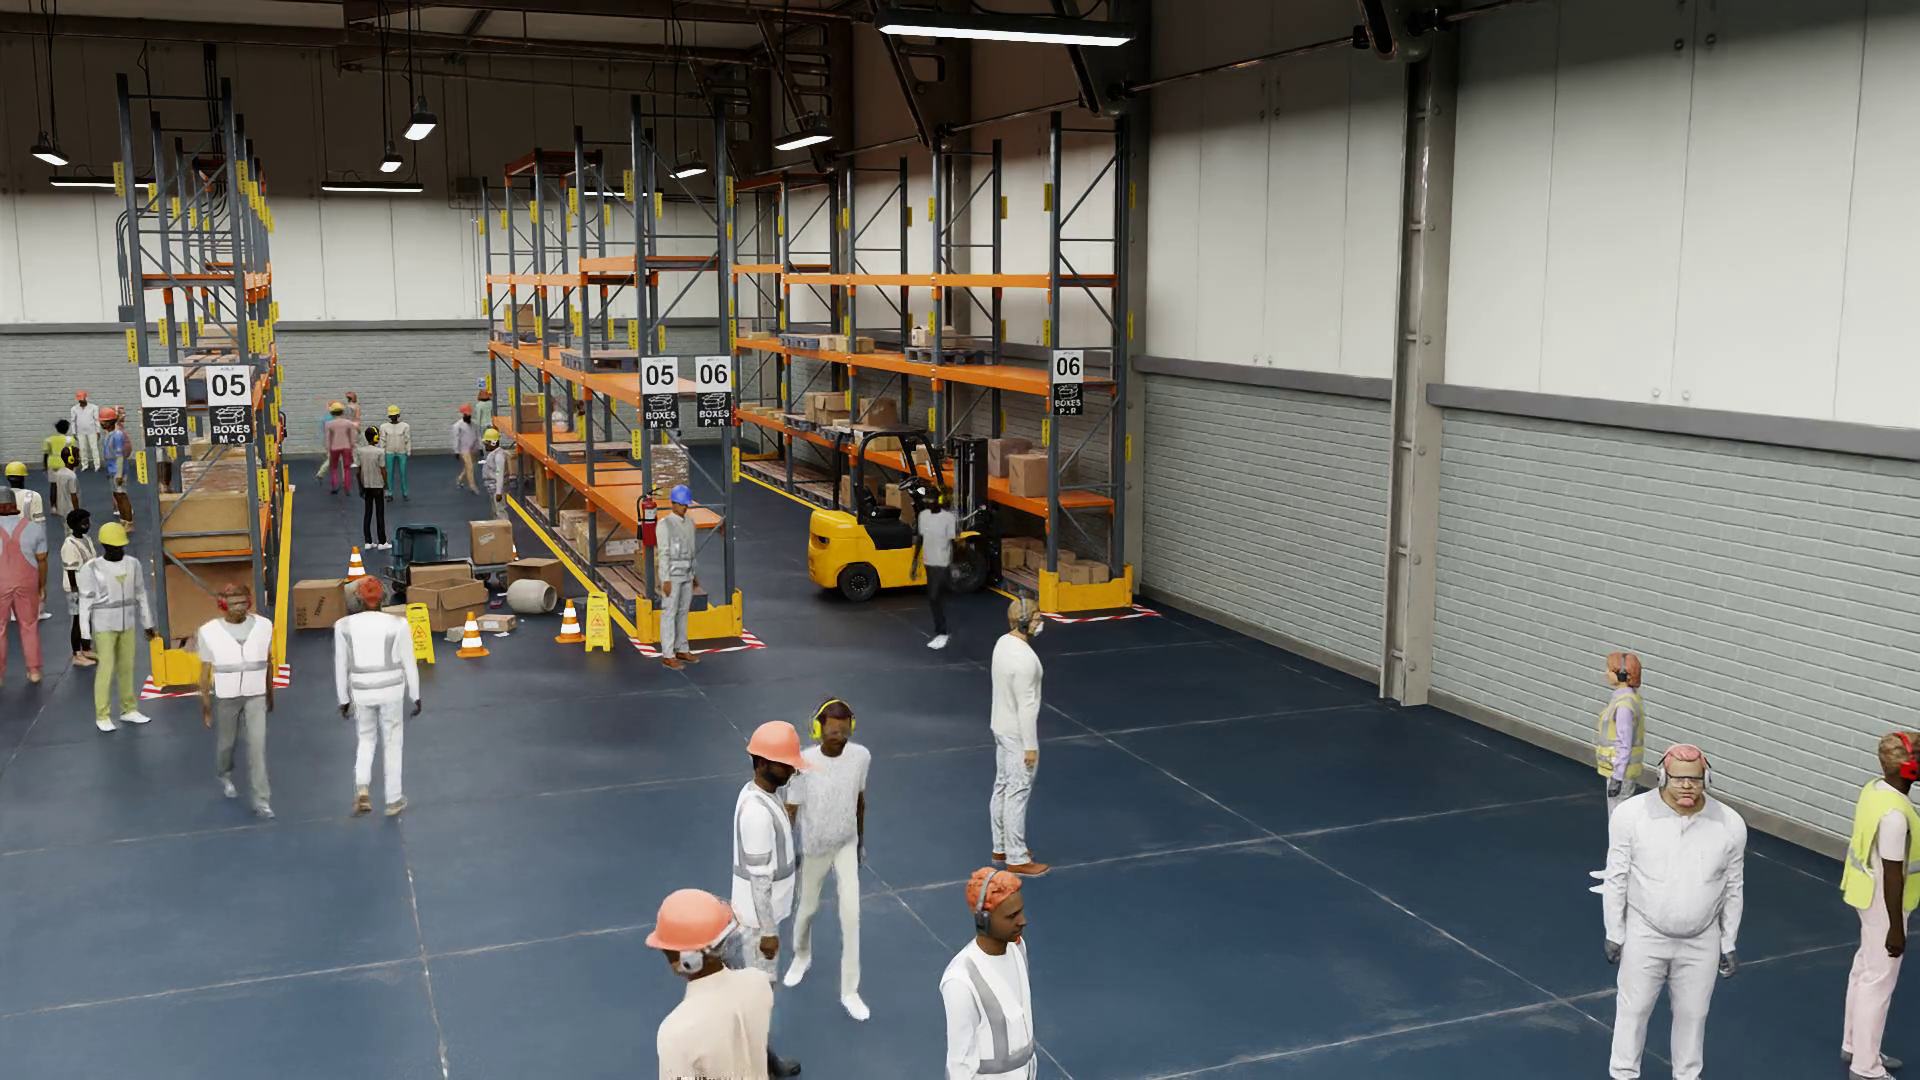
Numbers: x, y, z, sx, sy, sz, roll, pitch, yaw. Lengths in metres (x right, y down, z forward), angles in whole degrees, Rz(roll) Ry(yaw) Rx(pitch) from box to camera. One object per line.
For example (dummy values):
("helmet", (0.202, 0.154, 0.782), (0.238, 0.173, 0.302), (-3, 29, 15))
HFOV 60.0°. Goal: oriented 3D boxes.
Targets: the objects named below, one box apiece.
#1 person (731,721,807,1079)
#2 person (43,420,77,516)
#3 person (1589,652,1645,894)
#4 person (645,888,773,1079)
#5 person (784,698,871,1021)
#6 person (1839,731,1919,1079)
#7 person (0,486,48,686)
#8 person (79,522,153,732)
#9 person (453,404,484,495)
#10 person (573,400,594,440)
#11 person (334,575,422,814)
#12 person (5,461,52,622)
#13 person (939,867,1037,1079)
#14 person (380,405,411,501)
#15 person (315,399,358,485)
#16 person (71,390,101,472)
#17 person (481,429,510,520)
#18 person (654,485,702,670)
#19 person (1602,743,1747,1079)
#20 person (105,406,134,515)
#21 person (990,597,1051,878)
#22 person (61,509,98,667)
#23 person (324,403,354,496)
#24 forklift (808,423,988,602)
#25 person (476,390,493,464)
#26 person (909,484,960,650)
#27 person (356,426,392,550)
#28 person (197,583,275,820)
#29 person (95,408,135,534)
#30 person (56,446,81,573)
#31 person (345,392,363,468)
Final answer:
("person", (-0.952, 1.849, 8.363), (0.385, 1.927, 0.546), (-1, 9, -5))
("person", (-15.597, -1.256, 28.815), (0.617, 1.639, 0.894), (-1, 9, -7))
("person", (4.406, 1.554, 11.124), (0.306, 1.639, 0.523), (4, 10, 22))
("person", (-0.881, 2.202, 5.996), (0.444, 1.973, 0.625), (6, 11, 34))
("person", (-0.788, 1.742, 9.466), (0.550, 1.812, 0.840), (-4, 10, -21))
("person", (4.707, 1.874, 8.473), (0.388, 1.846, 0.579), (3, 10, 21))
("person", (-9.621, 0.446, 16.839), (0.685, 2.000, 0.536), (-8, 12, -40))
("person", (-7.676, 0.780, 15.141), (0.419, 1.915, 0.619), (5, 10, 26))
("person", (-9.372, -1.731, 31.557), (0.727, 1.721, 0.598), (6, 11, 31))
("person", (-7.791, -2.063, 34.054), (0.866, 1.574, 0.541), (8, 12, 41))
("person", (-4.442, 1.194, 12.685), (0.608, 1.865, 0.472), (0, 9, -3))
("person", (-11.214, 0.023, 19.865), (0.595, 1.923, 0.374), (-1, 9, -8))
("person", (0.129, 2.180, 6.424), (0.355, 1.882, 0.576), (4, 10, 22))
("person", (-10.339, -1.586, 30.490), (0.535, 1.767, 0.316), (-3, 9, -17))
("person", (-12.314, -1.919, 32.729), (0.772, 1.724, 0.564), (3, 10, 18))
("person", (-18.381, -2.283, 34.965), (0.574, 1.739, 0.349), (-2, 9, -11))
("person", (-7.048, -0.781, 25.264), (0.405, 1.824, 0.594), (-4, 10, -25))
("person", (-2.963, 0.383, 17.549), (0.402, 1.942, 0.603), (4, 10, 25))
("person", (3.439, 1.912, 8.032), (0.643, 1.909, 0.410), (2, 9, 11))
("person", (-14.542, -1.378, 28.791), (0.401, 1.900, 0.636), (-5, 11, -31))
("person", (0.398, 1.347, 11.491), (0.372, 1.939, 0.629), (-3, 9, -15))
("person", (-9.300, 0.502, 17.604), (0.320, 1.686, 0.539), (-1, 9, -7))
("person", (-11.698, -1.710, 31.364), (0.546, 1.744, 0.703), (-5, 10, -28))
("forklift", (-0.830, -0.399, 21.676), (2.313, 2.155, 1.214), (-4, 10, -21))
("person", (-10.451, -2.493, 36.618), (0.284, 1.633, 0.497), (6, 11, 33))
("person", (-0.293, 0.296, 18.415), (0.505, 1.848, 0.545), (8, 12, 41))
("person", (-8.849, -0.781, 25.106), (0.534, 1.868, 0.309), (3, 9, 16))
("person", (-5.591, 1.203, 12.874), (0.577, 1.796, 0.964), (-7, 11, -37))
("person", (-13.529, -1.096, 26.592), (0.416, 2.034, 0.603), (-8, 12, -41))
("person", (-11.887, -0.325, 22.265), (0.520, 1.865, 0.319), (8, 12, 41))
("person", (-13.082, -2.381, 35.892), (0.311, 1.638, 0.521), (0, 9, 0))
